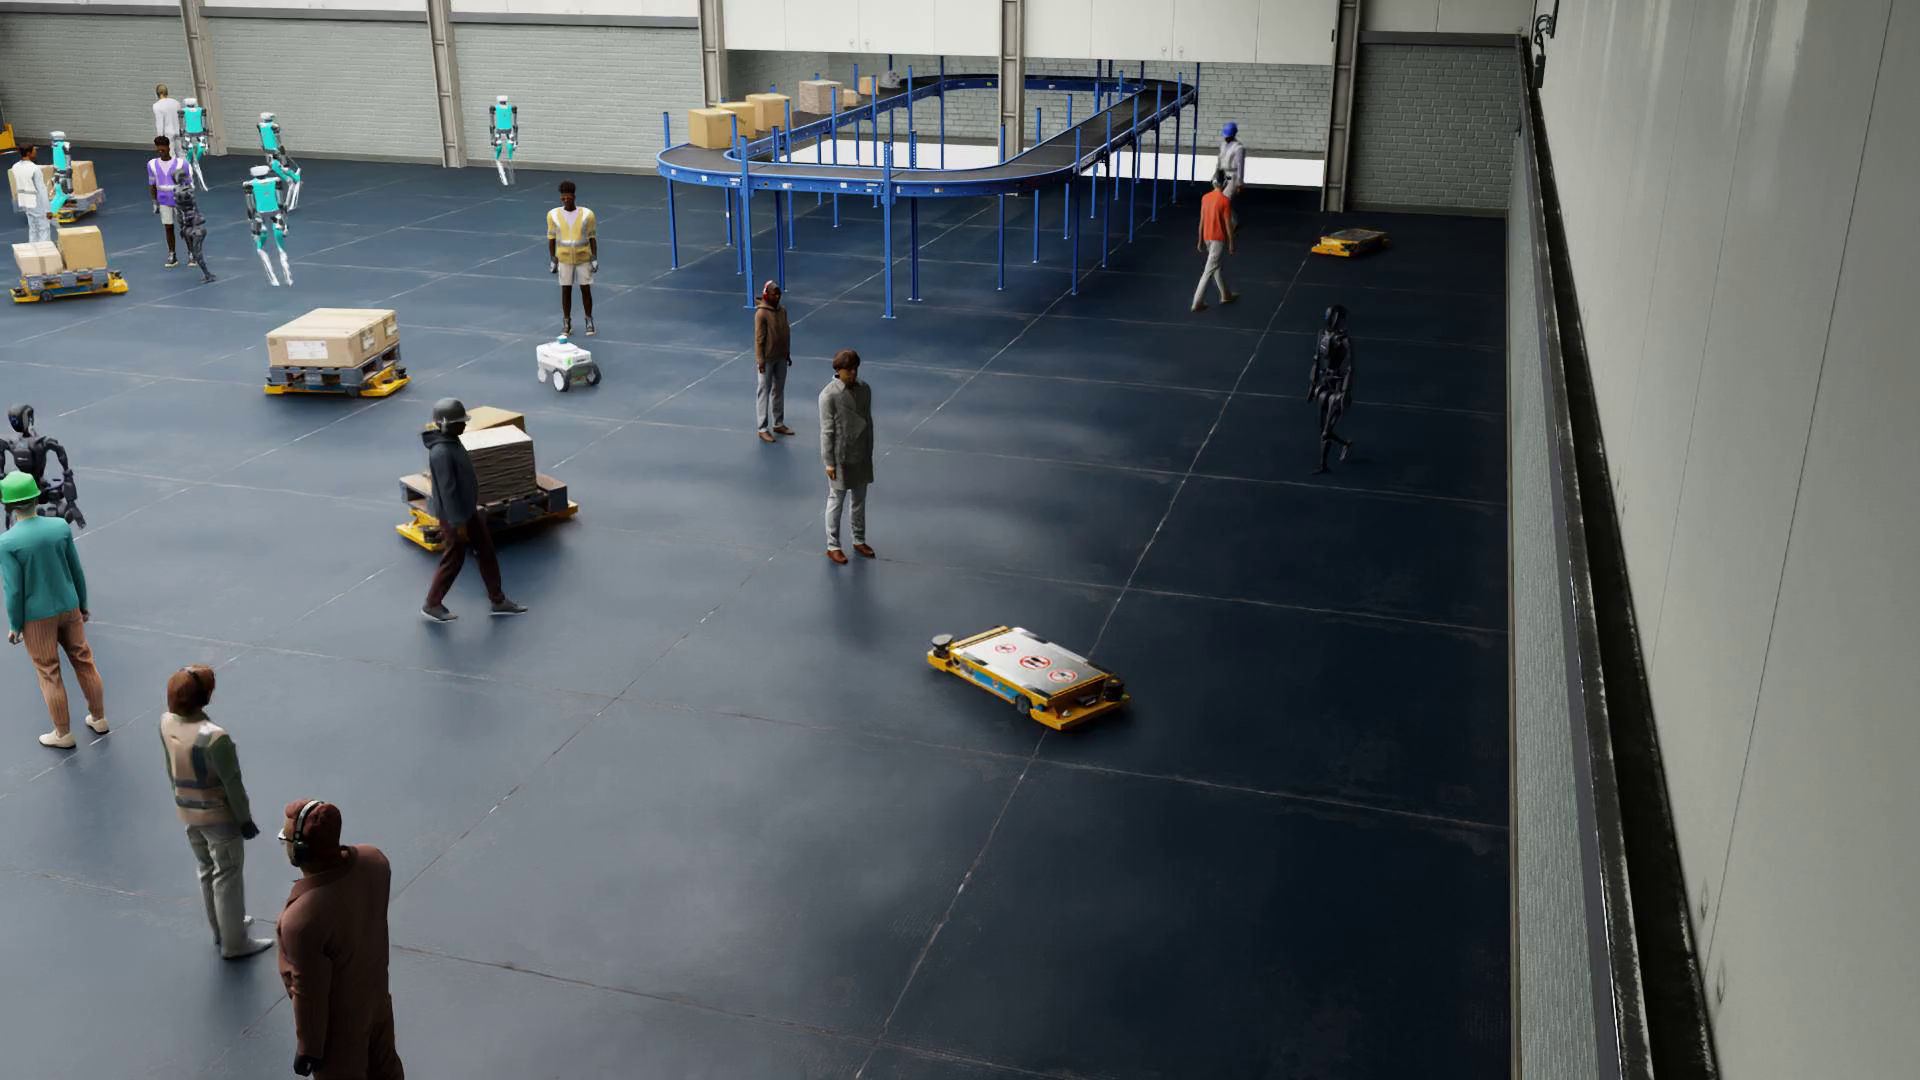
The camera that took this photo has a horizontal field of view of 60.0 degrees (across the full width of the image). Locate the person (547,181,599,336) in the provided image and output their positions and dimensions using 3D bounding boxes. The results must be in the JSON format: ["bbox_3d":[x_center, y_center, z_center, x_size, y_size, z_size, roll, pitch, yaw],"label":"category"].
[{"bbox_3d":[-4.894,-3.566,21.069,0.611,1.963,0.362,-3,21,-9],"label":"person"}]

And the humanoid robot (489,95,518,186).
[{"bbox_3d":[-8.812,-7.634,32.095,0.543,1.897,0.713,-10,23,-24],"label":"humanoid robot"}]

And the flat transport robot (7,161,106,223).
[{"bbox_3d":[-15.683,-5.733,29.048,0.659,0.231,1.431,-3,21,-8],"label":"flat transport robot"}]

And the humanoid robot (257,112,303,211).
[{"bbox_3d":[-11.956,-6.687,29.474,0.530,1.790,0.720,13,25,31],"label":"humanoid robot"}]

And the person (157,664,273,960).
[{"bbox_3d":[-3.867,1.411,8.616,0.536,1.636,0.327,12,24,29],"label":"person"}]

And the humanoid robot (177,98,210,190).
[{"bbox_3d":[-14.598,-7.497,31.626,0.530,1.805,0.774,-19,28,-40],"label":"humanoid robot"}]

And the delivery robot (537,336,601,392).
[{"bbox_3d":[-4.527,-2.039,19.049,0.774,0.581,0.499,20,29,41],"label":"delivery robot"}]

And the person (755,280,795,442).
[{"bbox_3d":[-1.919,-1.848,17.043,0.323,1.651,0.458,16,26,35],"label":"person"}]

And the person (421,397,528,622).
[{"bbox_3d":[-3.801,-0.221,12.638,0.781,1.784,0.568,1,21,1],"label":"person"}]

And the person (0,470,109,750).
[{"bbox_3d":[-5.910,0.454,10.770,0.362,1.871,0.516,14,25,32],"label":"person"}]

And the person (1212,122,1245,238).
[{"bbox_3d":[4.344,-5.822,27.002,0.464,1.904,0.711,-7,22,-17],"label":"person"}]

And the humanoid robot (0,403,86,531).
[{"bbox_3d":[-7.162,-0.310,13.064,0.603,1.635,0.710,-2,21,-4],"label":"humanoid robot"}]

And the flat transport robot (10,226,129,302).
[{"bbox_3d":[-12.591,-3.588,23.484,1.431,0.231,0.659,-13,25,-30],"label":"flat transport robot"}]

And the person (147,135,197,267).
[{"bbox_3d":[-11.855,-5.104,25.060,0.607,1.964,0.368,-3,21,-8],"label":"person"}]

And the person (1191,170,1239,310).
[{"bbox_3d":[3.484,-4.068,22.527,0.990,1.858,0.494,-16,26,-36],"label":"person"}]

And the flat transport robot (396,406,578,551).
[{"bbox_3d":[-4.187,-0.227,14.766,1.431,0.231,0.659,-19,28,-40],"label":"flat transport robot"}]

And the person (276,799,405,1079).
[{"bbox_3d":[-2.580,1.927,6.906,0.413,1.908,0.639,4,21,9],"label":"person"}]

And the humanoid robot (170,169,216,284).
[{"bbox_3d":[-11.046,-4.542,24.021,0.585,1.640,0.430,15,26,34],"label":"humanoid robot"}]

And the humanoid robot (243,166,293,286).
[{"bbox_3d":[-9.898,-4.458,23.747,0.567,1.807,0.767,-14,25,-31],"label":"humanoid robot"}]

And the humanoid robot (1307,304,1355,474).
[{"bbox_3d":[3.662,-1.466,16.051,0.611,1.640,0.600,-11,24,-26],"label":"humanoid robot"}]

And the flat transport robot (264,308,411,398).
[{"bbox_3d":[-7.067,-1.822,18.902,1.431,0.231,0.659,2,21,5],"label":"flat transport robot"}]

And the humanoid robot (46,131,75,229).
[{"bbox_3d":[-14.601,-5.637,26.787,0.535,1.812,0.702,16,26,36],"label":"humanoid robot"}]

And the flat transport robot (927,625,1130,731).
[{"bbox_3d":[0.466,0.936,11.750,0.659,0.231,1.431,-17,27,-37],"label":"flat transport robot"}]

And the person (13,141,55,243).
[{"bbox_3d":[-13.741,-4.947,24.718,0.595,1.916,0.374,11,24,27],"label":"person"}]

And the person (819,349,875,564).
[{"bbox_3d":[-0.929,-0.699,13.844,0.498,1.825,0.371,-17,27,-36],"label":"person"}]

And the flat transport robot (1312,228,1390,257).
[{"bbox_3d":[6.232,-4.735,26.458,0.659,0.231,1.431,16,26,36],"label":"flat transport robot"}]

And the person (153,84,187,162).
[{"bbox_3d":[-15.244,-7.801,32.093,0.370,1.940,0.627,7,22,18],"label":"person"}]
